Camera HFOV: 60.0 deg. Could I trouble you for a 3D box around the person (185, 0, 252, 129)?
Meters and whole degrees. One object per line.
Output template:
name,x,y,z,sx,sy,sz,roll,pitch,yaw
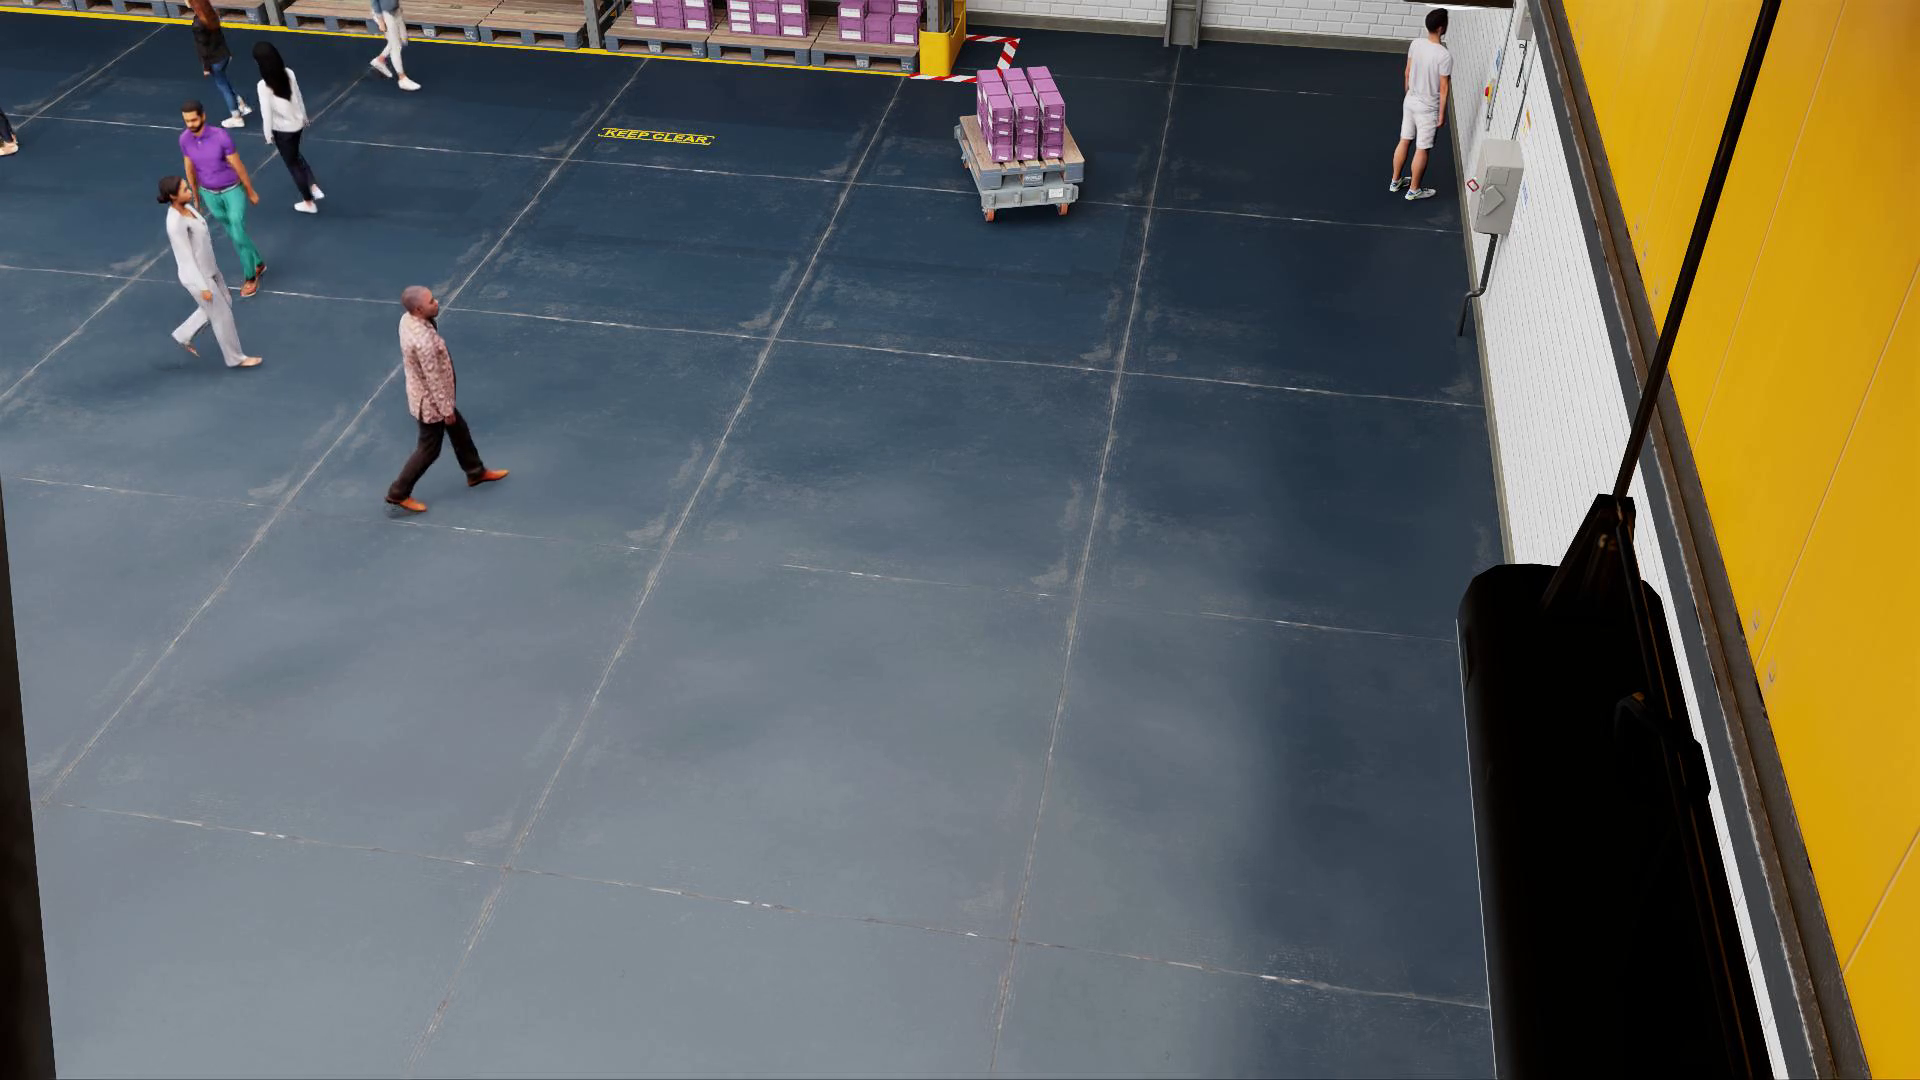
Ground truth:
person,-7.631,-4.993,17.233,0.622,1.472,0.628,-2,39,-3

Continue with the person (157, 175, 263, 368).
person,-6.225,-2.142,13.466,1.000,1.718,0.824,-7,39,-8

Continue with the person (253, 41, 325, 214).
person,-6.252,-3.851,15.625,0.646,1.695,0.685,14,41,16

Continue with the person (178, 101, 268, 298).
person,-6.423,-3.072,14.610,0.790,1.744,0.752,4,39,5

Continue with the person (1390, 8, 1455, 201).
person,4.423,-4.169,15.895,0.803,1.855,0.758,-21,43,-24

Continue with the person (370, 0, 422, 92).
person,-6.245,-5.684,17.927,0.827,1.685,0.649,9,39,11

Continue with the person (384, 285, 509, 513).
person,-3.904,-0.999,11.978,1.271,1.789,1.104,-14,41,-17
